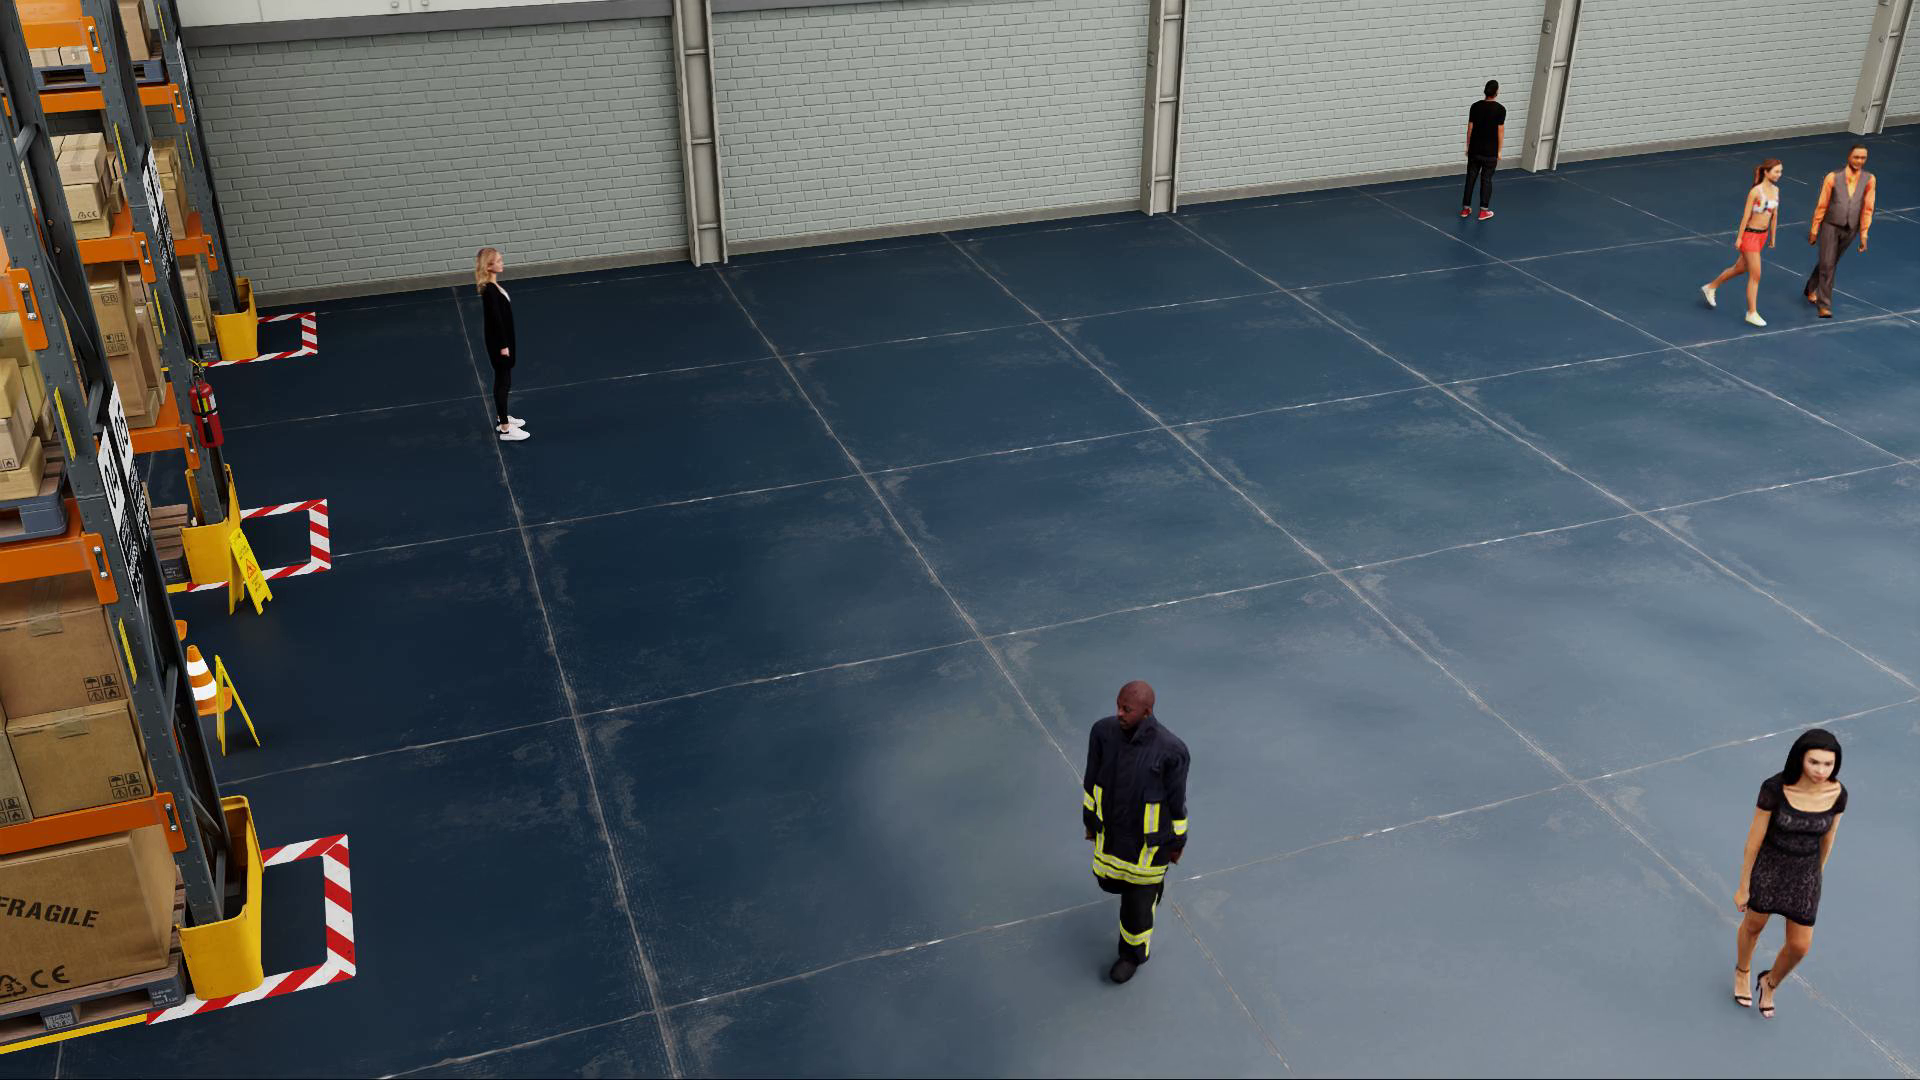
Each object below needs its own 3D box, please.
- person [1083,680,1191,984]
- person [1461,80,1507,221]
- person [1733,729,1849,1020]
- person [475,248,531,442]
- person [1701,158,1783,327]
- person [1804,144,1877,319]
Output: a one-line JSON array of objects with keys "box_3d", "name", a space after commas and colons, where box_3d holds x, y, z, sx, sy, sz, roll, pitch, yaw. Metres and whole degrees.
[{"box_3d": [0.969, 1.489, 9.038, 1.092, 1.809, 1.194, 14, 31, 24], "name": "person"}, {"box_3d": [6.696, -4.995, 21.268, 0.723, 1.758, 0.748, 19, 33, 31], "name": "person"}, {"box_3d": [4.257, 1.706, 8.670, 0.734, 1.773, 0.804, 5, 28, 9], "name": "person"}, {"box_3d": [-4.223, -1.802, 15.227, 0.489, 1.801, 0.599, -9, 29, -17], "name": "person"}, {"box_3d": [8.525, -3.269, 18.031, 1.097, 1.755, 0.758, -15, 31, -26], "name": "person"}, {"box_3d": [9.553, -3.392, 18.152, 1.296, 1.859, 1.171, 5, 28, 9], "name": "person"}]
